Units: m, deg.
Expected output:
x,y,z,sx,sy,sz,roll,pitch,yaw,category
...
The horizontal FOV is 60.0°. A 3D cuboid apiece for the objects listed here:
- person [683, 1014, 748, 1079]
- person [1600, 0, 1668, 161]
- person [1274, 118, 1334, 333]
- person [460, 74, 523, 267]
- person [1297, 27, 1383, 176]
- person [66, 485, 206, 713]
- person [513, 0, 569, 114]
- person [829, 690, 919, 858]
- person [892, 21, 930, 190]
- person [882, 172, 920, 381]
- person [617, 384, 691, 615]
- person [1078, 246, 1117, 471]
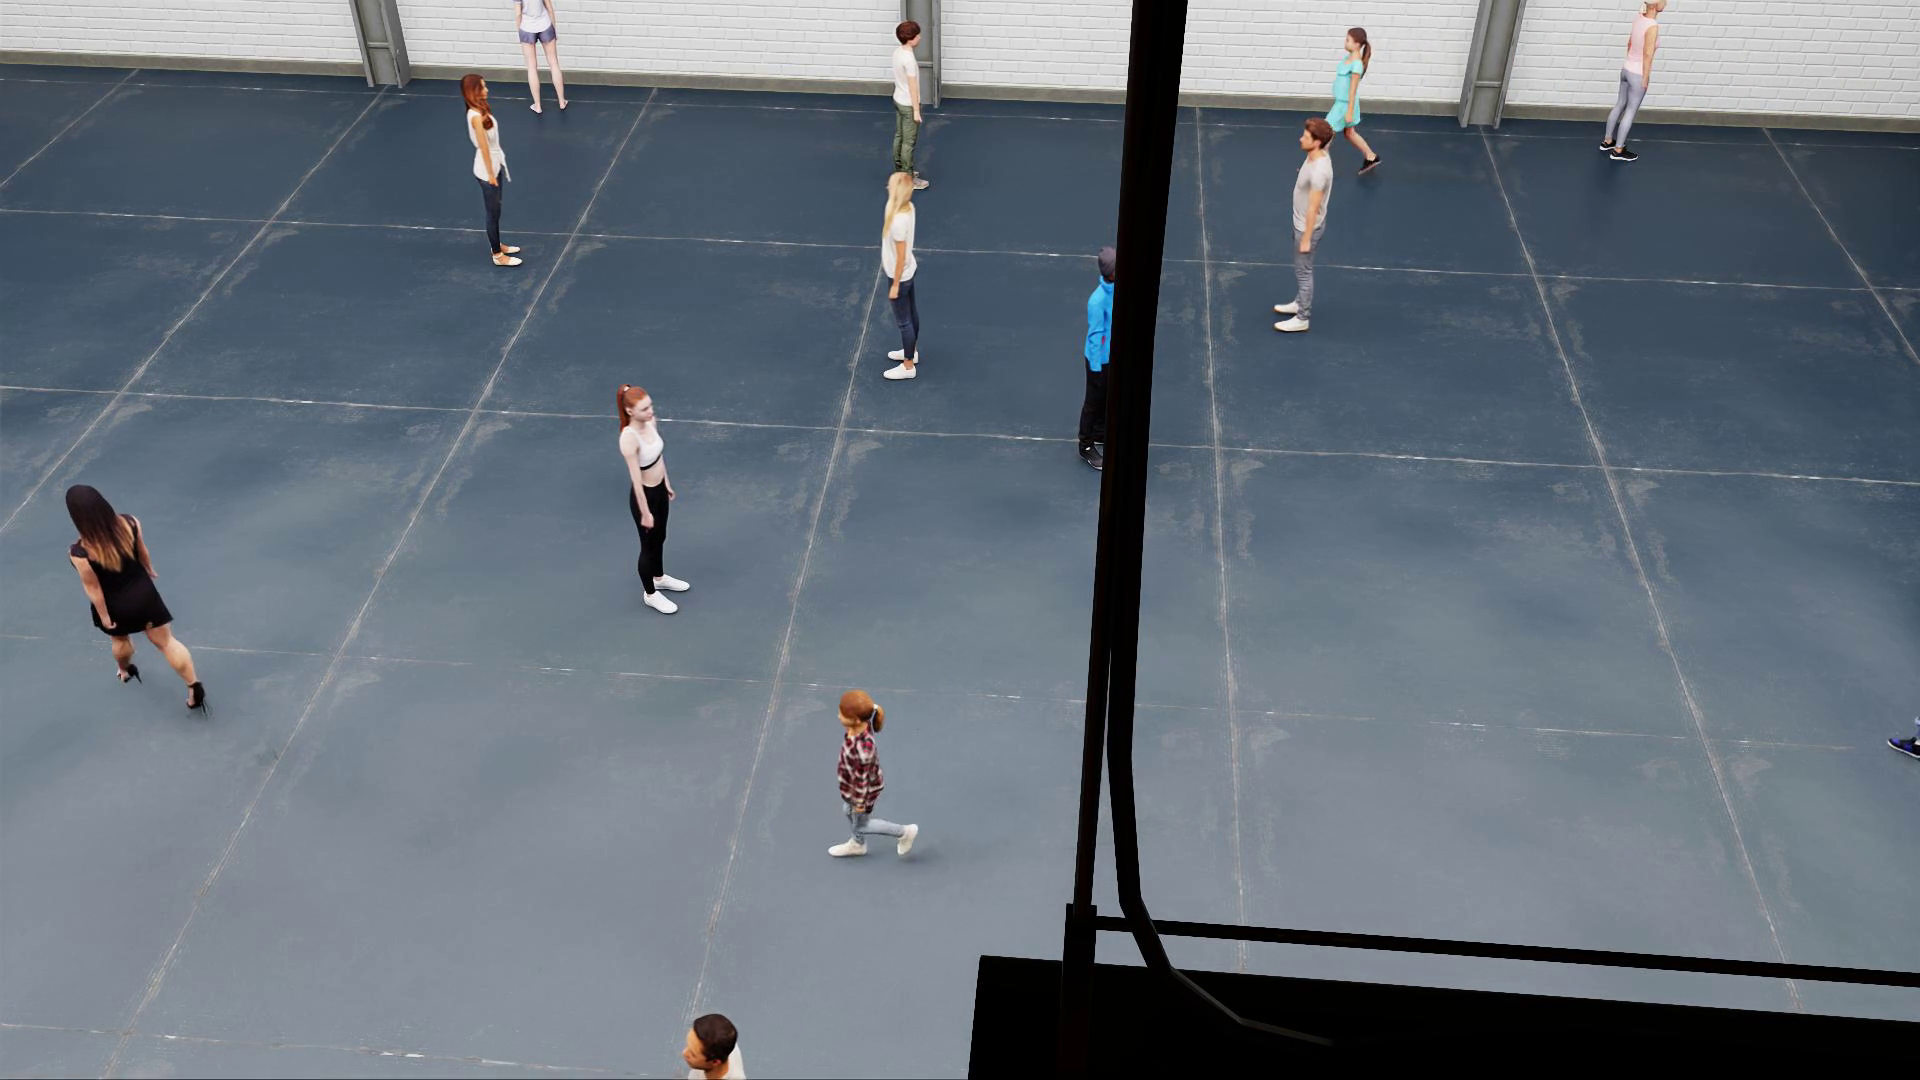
x,y,z,sx,sy,sz,roll,pitch,yaw,category
-1.019,2.680,7.412,0.732,1.811,0.740,-15,41,-18,person
6.789,-4.695,16.715,0.584,1.726,0.596,-5,39,-6,person
2.946,-2.664,14.037,0.536,1.893,0.641,4,39,5,person
-4.248,-3.336,14.966,0.603,1.785,0.638,-6,39,-8,person
3.859,-4.266,16.333,1.042,1.531,0.573,5,39,6,person
-5.107,0.415,10.362,1.160,1.670,0.952,20,43,23,person
-4.471,-5.388,17.549,0.636,1.768,0.727,-14,41,-17,person
-0.502,1.371,9.467,0.809,1.292,0.647,-6,39,-8,person
-0.516,-4.248,16.213,0.668,1.653,0.662,-14,41,-16,person
-0.461,-2.144,13.455,0.500,1.808,0.605,4,39,5,person
-2.098,-0.289,11.186,0.571,1.741,0.618,9,39,11,person
1.081,-1.395,12.528,0.692,1.794,0.696,21,43,24,person
